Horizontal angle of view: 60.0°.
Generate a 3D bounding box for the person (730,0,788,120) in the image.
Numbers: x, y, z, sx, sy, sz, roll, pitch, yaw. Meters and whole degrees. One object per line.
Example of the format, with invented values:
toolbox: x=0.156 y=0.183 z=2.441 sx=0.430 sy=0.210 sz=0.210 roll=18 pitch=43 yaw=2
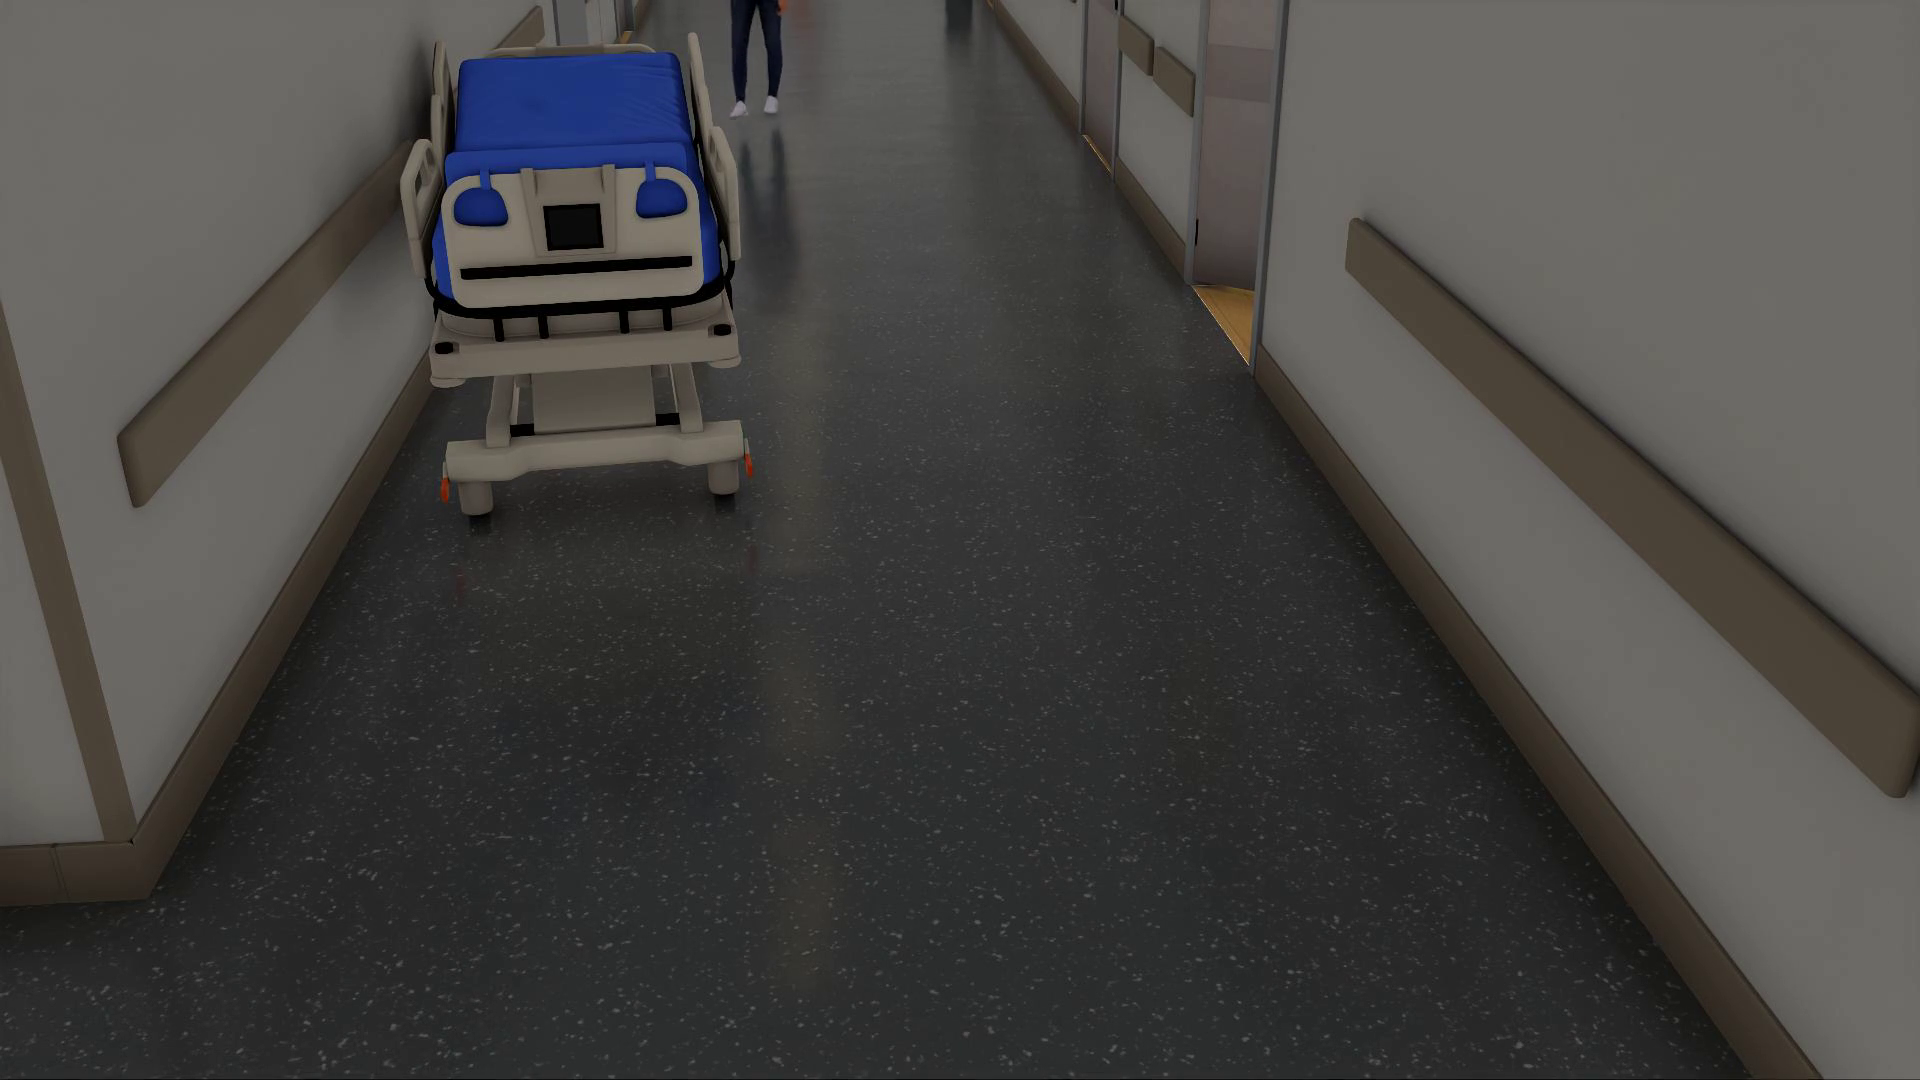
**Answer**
person: x=-1.389 y=-3.858 z=11.695 sx=0.873 sy=1.710 sz=0.757 roll=1 pitch=26 yaw=3
